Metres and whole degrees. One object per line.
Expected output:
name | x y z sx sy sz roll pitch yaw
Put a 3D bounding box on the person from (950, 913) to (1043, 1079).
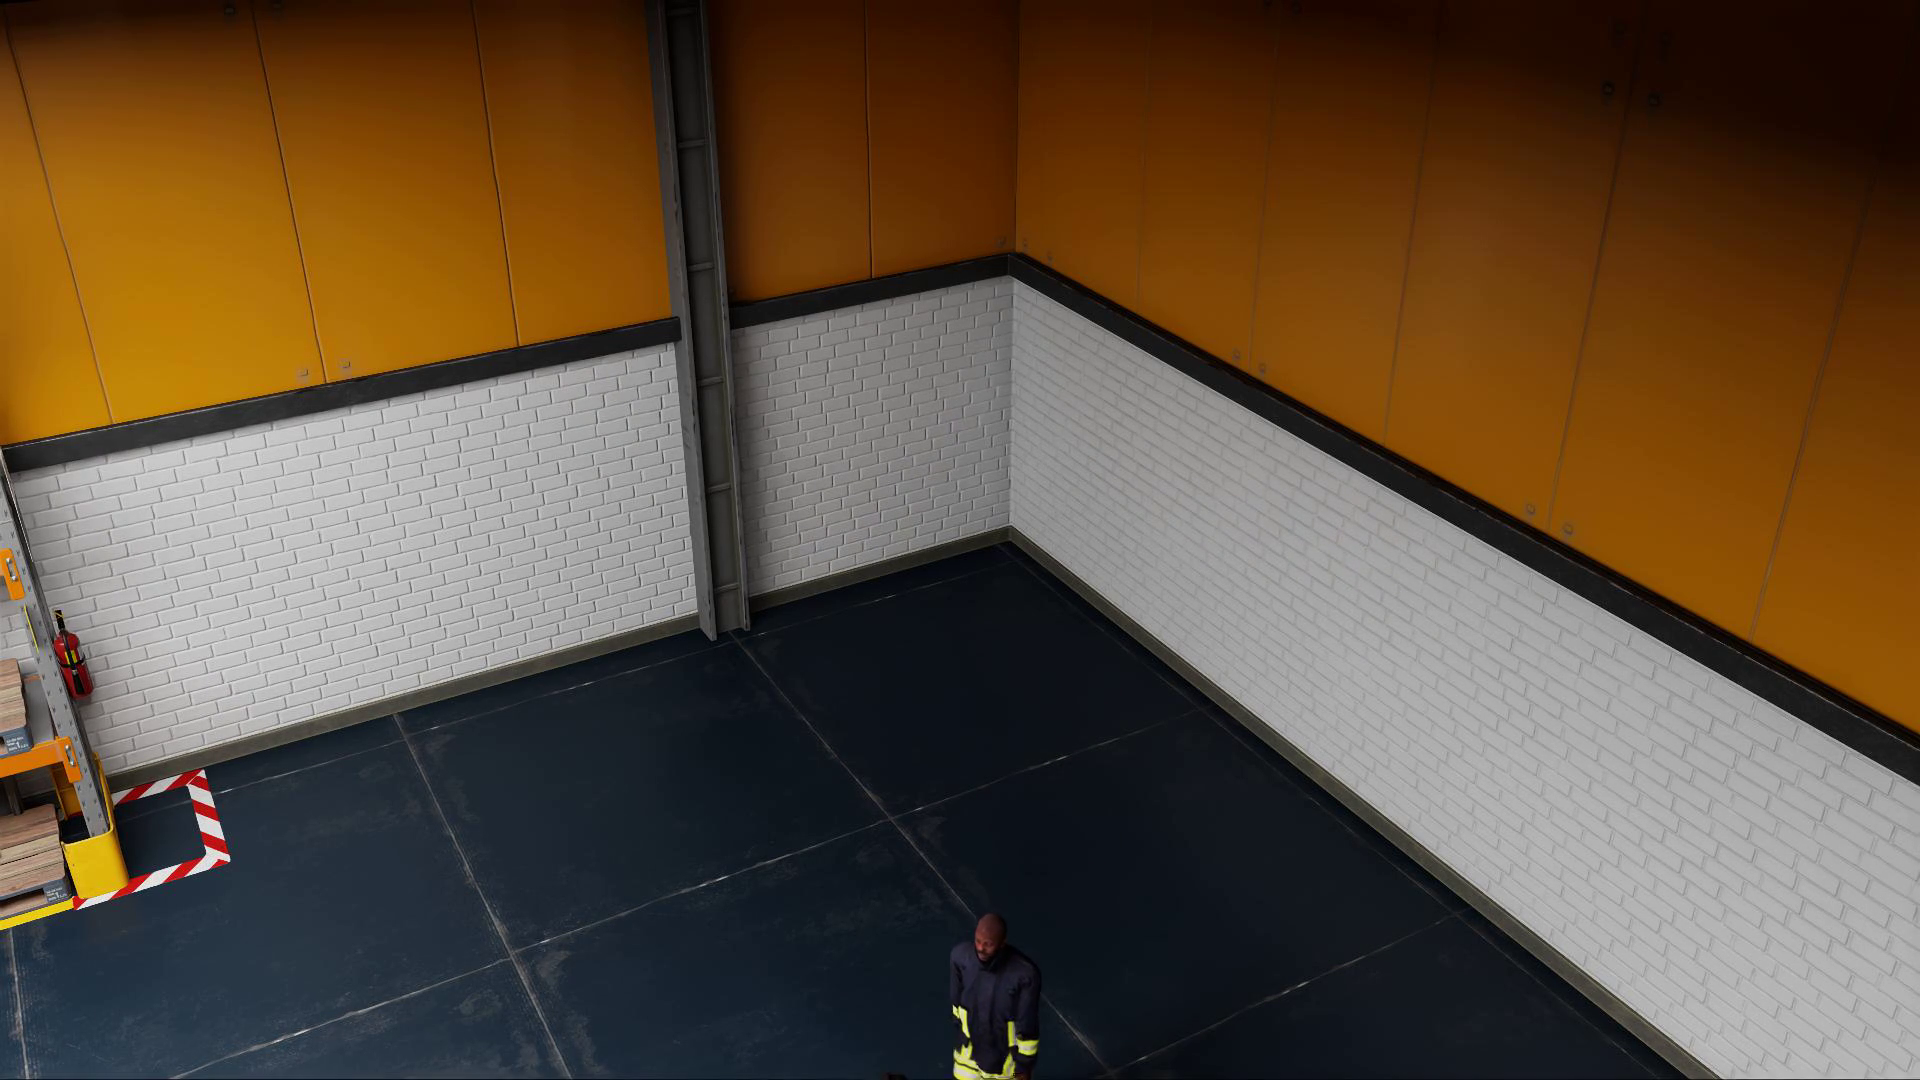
person | 0.250 2.839 9.788 0.991 1.801 1.055 10 30 17
